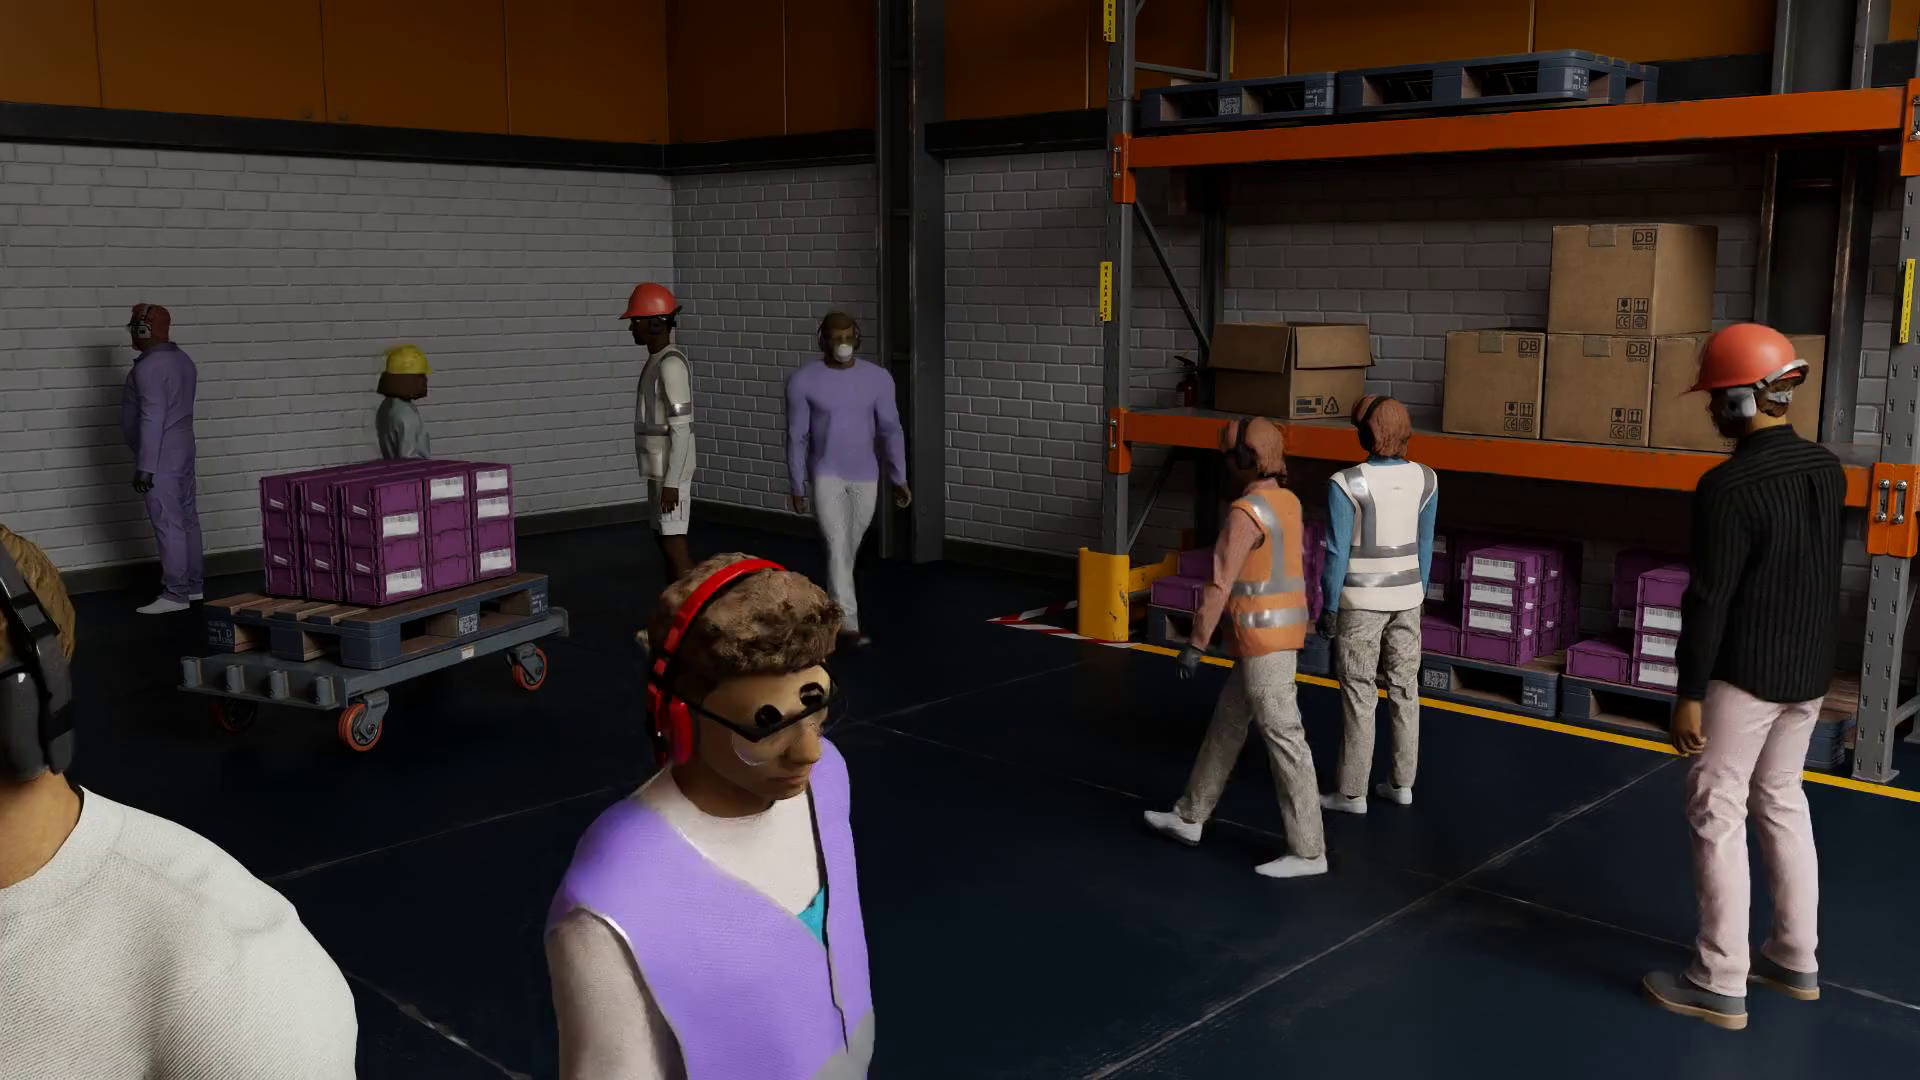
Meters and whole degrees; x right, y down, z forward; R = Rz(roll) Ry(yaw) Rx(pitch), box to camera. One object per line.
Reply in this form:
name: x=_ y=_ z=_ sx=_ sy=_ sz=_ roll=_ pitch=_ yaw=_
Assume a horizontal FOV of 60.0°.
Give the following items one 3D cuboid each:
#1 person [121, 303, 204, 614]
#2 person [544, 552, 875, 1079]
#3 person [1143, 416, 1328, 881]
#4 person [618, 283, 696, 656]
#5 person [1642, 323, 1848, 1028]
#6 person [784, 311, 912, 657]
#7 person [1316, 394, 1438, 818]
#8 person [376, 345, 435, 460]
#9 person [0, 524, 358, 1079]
person: x=-4.948 y=-0.500 z=10.285 sx=0.406 sy=1.911 sz=0.639 roll=-1 pitch=9 yaw=-5
person: x=-0.322 y=0.884 z=2.094 sx=0.615 sy=1.807 sz=0.630 roll=3 pitch=10 yaw=18
person: x=0.965 y=0.372 z=5.864 sx=0.820 sy=1.597 sz=0.529 roll=4 pitch=10 yaw=24
person: x=-1.652 y=-0.381 z=9.140 sx=0.390 sy=2.040 sz=0.614 roll=-3 pitch=10 yaw=-18
person: x=2.247 y=0.372 z=4.757 sx=0.643 sy=1.975 sz=0.437 roll=-5 pitch=11 yaw=-30
person: x=-0.631 y=-0.324 z=9.277 sx=0.648 sy=1.887 sz=1.011 roll=-4 pitch=10 yaw=-23
person: x=1.615 y=0.257 z=6.451 sx=0.514 sy=1.645 sz=0.309 roll=-4 pitch=10 yaw=-25
person: x=-3.080 y=-0.201 z=9.034 sx=0.729 sy=1.717 sz=0.494 roll=-7 pitch=12 yaw=-37
person: x=-0.828 y=0.920 z=1.488 sx=0.636 sy=1.938 sz=0.364 roll=2 pitch=10 yaw=14
